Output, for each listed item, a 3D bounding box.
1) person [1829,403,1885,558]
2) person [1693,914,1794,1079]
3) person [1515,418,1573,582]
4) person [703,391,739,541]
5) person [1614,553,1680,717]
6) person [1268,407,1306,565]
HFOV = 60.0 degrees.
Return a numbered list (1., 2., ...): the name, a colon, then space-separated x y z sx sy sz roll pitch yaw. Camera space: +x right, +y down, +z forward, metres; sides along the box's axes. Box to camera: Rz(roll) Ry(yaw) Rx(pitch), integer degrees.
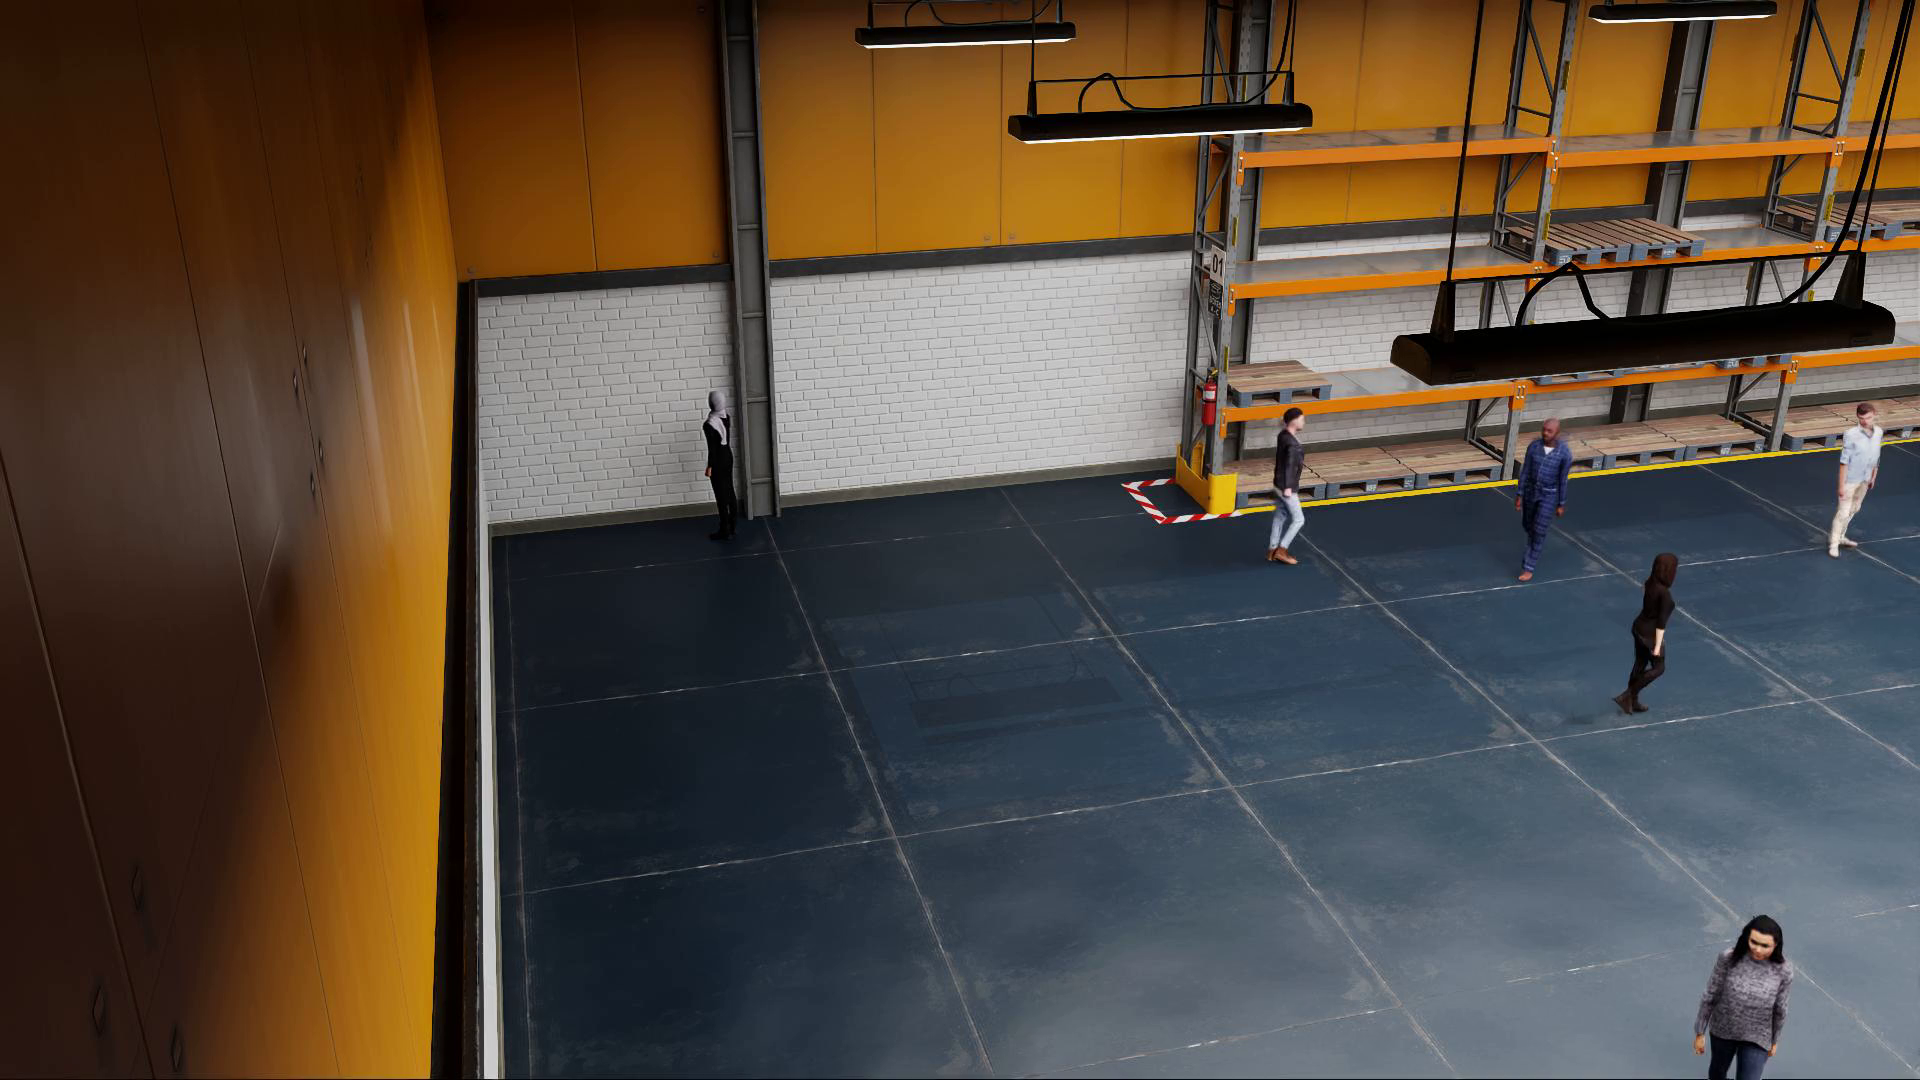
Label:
1. person: 10.057 -0.695 18.673 0.561 1.822 0.837 -11 26 -24
2. person: 4.855 3.016 10.343 1.081 1.693 1.146 14 27 28
3. person: 6.401 -0.498 18.259 1.111 1.793 1.237 17 29 34
4. person: -2.742 -0.864 19.112 0.724 1.780 0.686 10 25 21
5. person: 6.267 0.885 15.293 0.678 1.634 0.585 -5 24 -10
6. person: 3.534 -0.584 18.415 0.658 1.825 0.726 -1 24 -3
